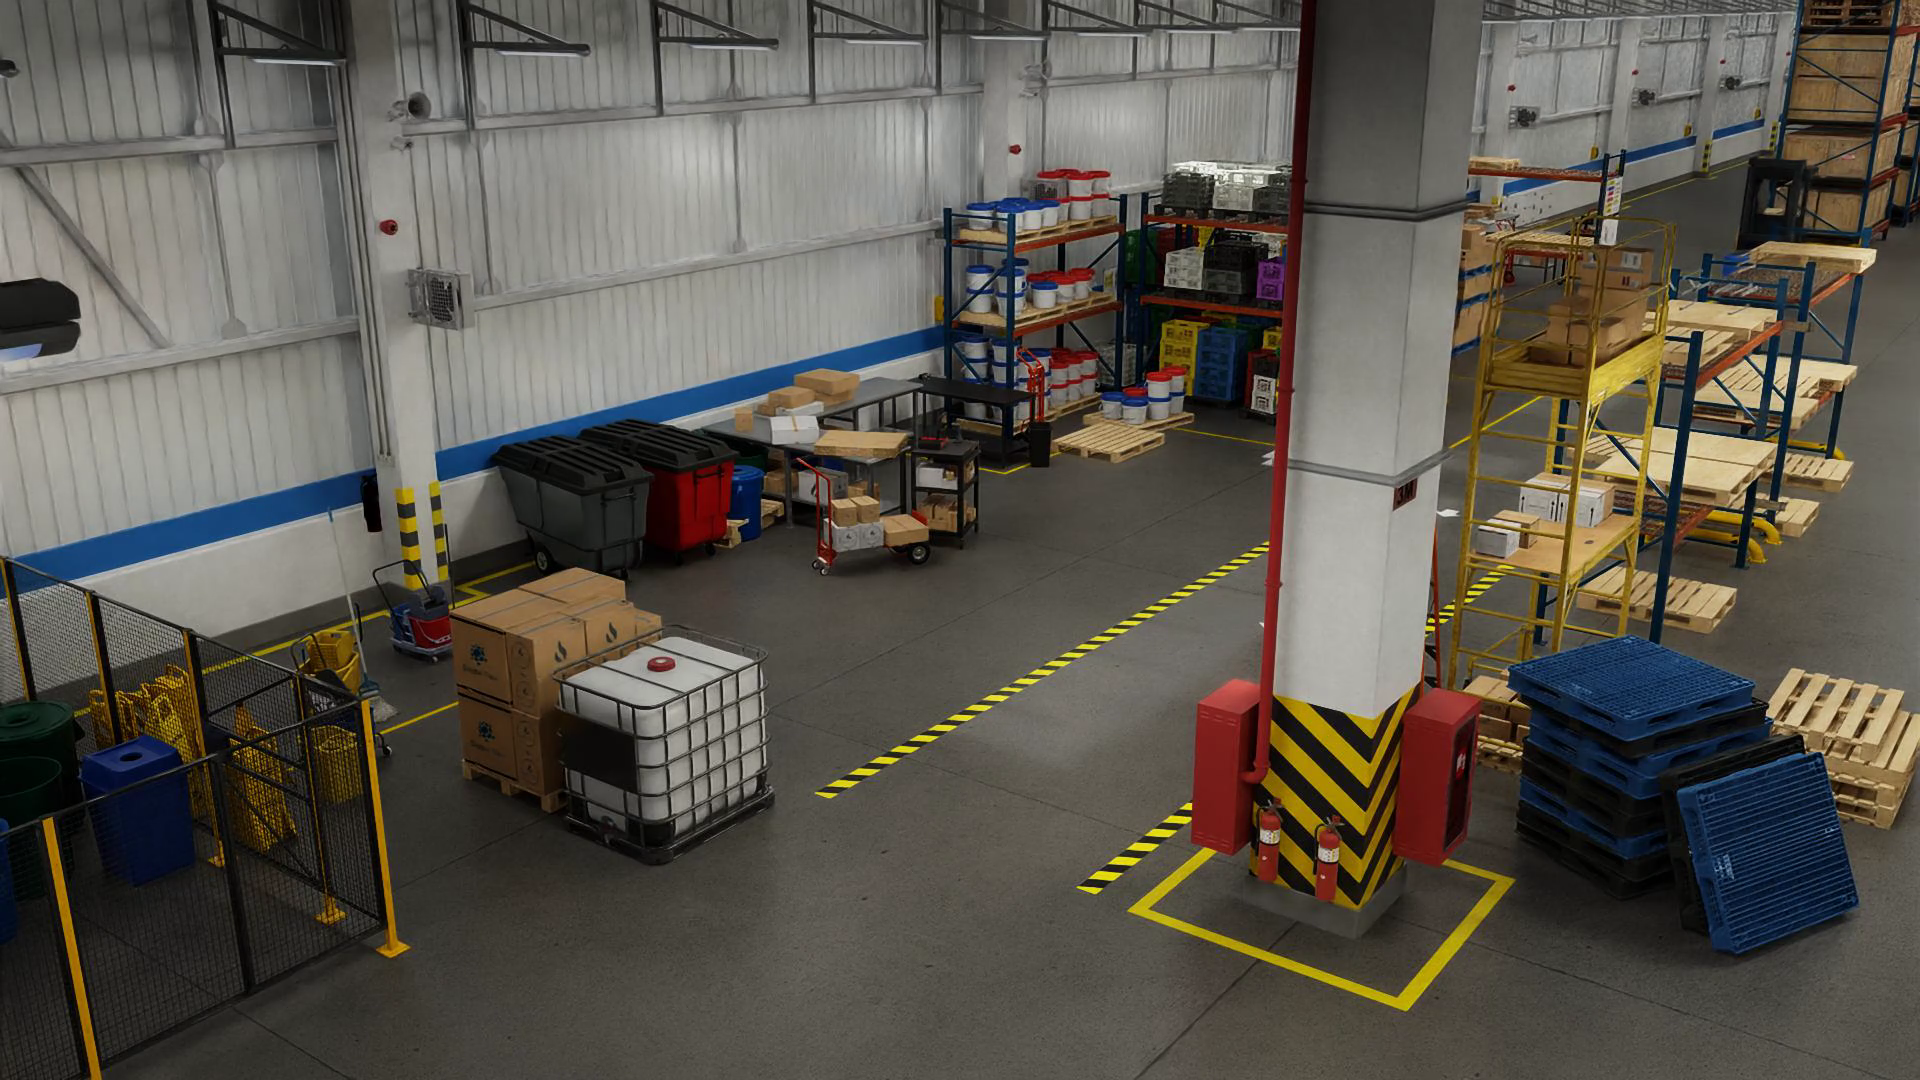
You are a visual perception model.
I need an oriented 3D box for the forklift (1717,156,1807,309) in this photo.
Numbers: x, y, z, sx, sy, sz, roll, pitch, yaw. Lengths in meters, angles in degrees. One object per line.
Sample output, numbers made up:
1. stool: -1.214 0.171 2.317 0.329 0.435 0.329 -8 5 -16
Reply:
1. forklift: 15.170 -5.767 31.271 1.129 2.768 1.873 13 22 34
